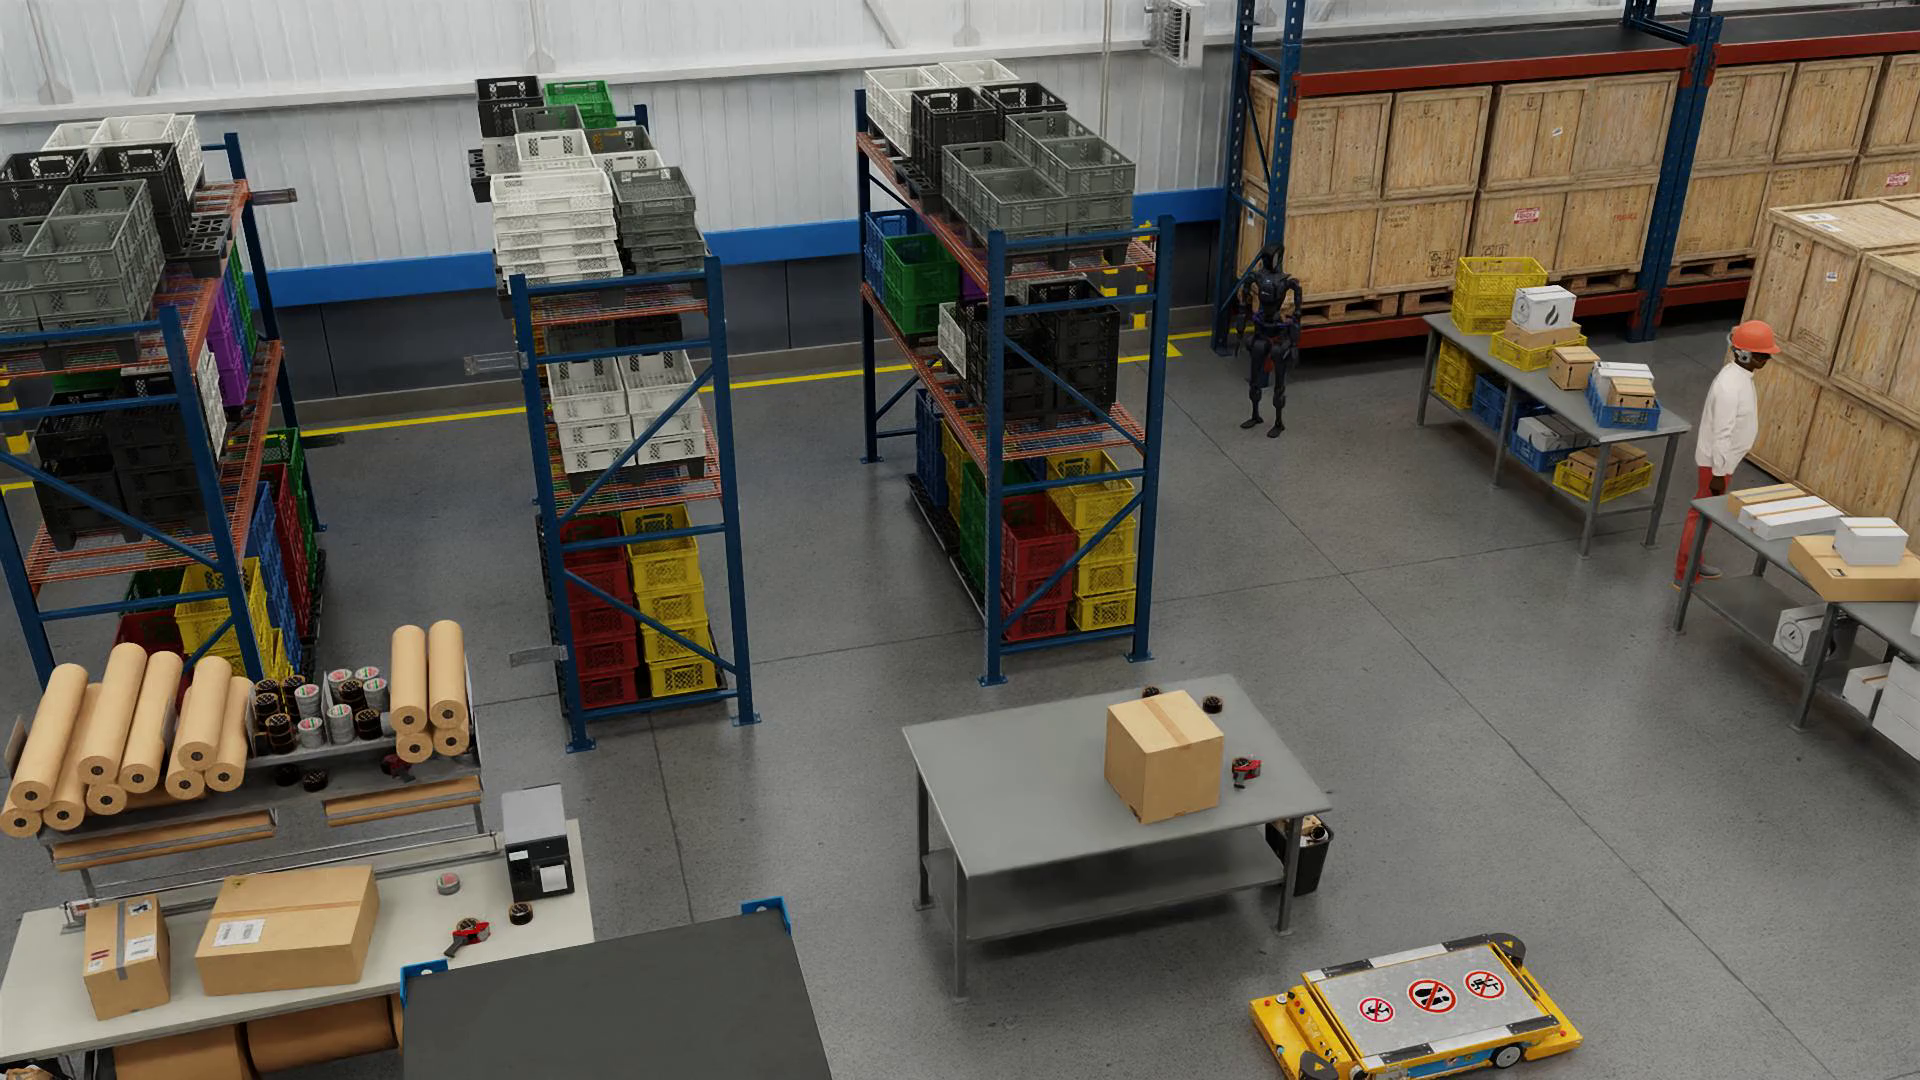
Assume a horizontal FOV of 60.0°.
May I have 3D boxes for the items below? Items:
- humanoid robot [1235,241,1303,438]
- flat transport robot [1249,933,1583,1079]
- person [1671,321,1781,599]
[{"bbox_3d":[2.555,-1.660,13.720,0.588,1.649,0.333,19,34,31],"label":"humanoid robot"},{"bbox_3d":[2.184,2.282,7.980,1.431,0.197,0.652,-8,30,-14],"label":"flat transport robot"},{"bbox_3d":[5.224,-0.560,11.390,0.377,1.995,0.610,14,32,24],"label":"person"}]
